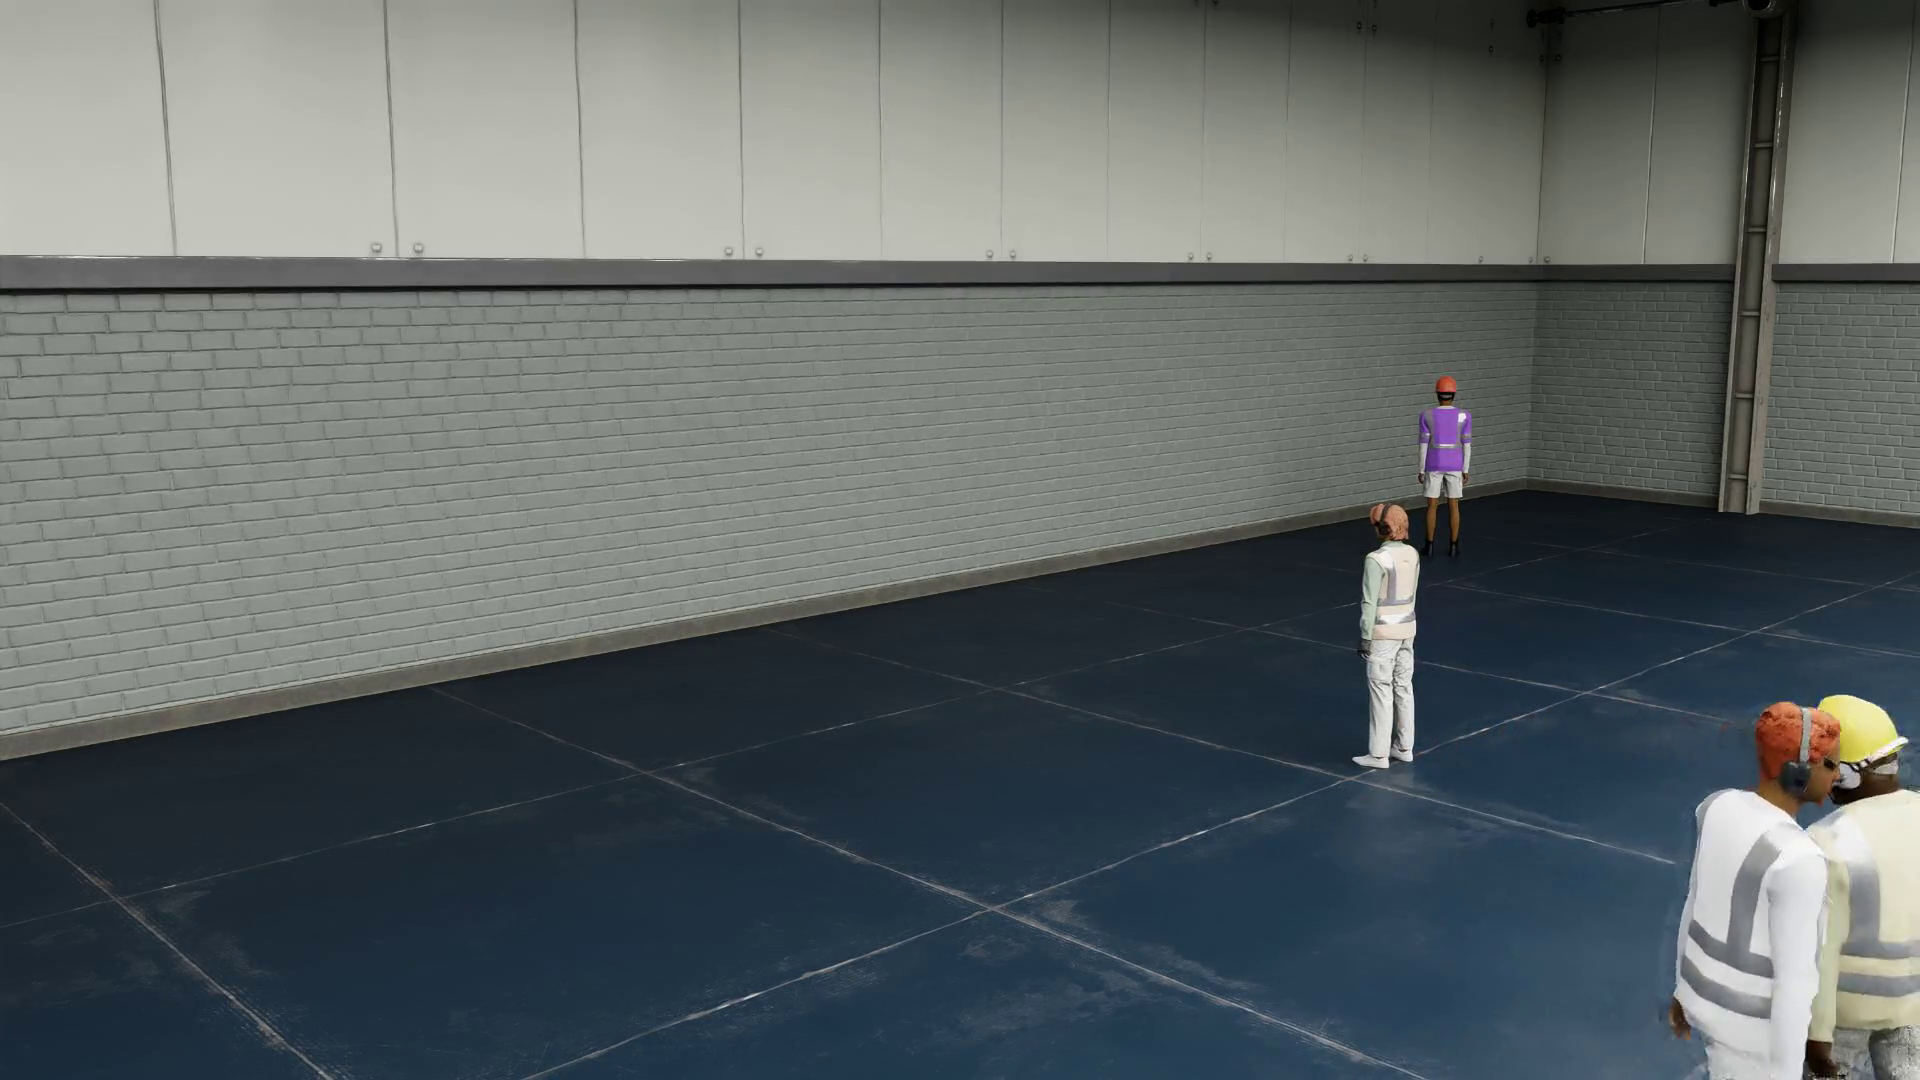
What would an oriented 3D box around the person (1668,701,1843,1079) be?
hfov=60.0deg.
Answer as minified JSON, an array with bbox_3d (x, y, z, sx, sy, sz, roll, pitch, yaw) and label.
[{"bbox_3d":[2.165,1.358,4.751,0.836,1.856,0.591,0,9,3],"label":"person"}]

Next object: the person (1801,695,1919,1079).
[{"bbox_3d":[2.736,1.367,4.910,0.597,1.792,0.827,-2,9,-11],"label":"person"}]

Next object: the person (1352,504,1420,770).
[{"bbox_3d":[2.628,0.589,10.191,0.509,1.629,0.316,-9,13,-43],"label":"person"}]

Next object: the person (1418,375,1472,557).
[{"bbox_3d":[5.161,-0.786,17.755,0.545,1.941,0.351,2,9,12],"label":"person"}]
